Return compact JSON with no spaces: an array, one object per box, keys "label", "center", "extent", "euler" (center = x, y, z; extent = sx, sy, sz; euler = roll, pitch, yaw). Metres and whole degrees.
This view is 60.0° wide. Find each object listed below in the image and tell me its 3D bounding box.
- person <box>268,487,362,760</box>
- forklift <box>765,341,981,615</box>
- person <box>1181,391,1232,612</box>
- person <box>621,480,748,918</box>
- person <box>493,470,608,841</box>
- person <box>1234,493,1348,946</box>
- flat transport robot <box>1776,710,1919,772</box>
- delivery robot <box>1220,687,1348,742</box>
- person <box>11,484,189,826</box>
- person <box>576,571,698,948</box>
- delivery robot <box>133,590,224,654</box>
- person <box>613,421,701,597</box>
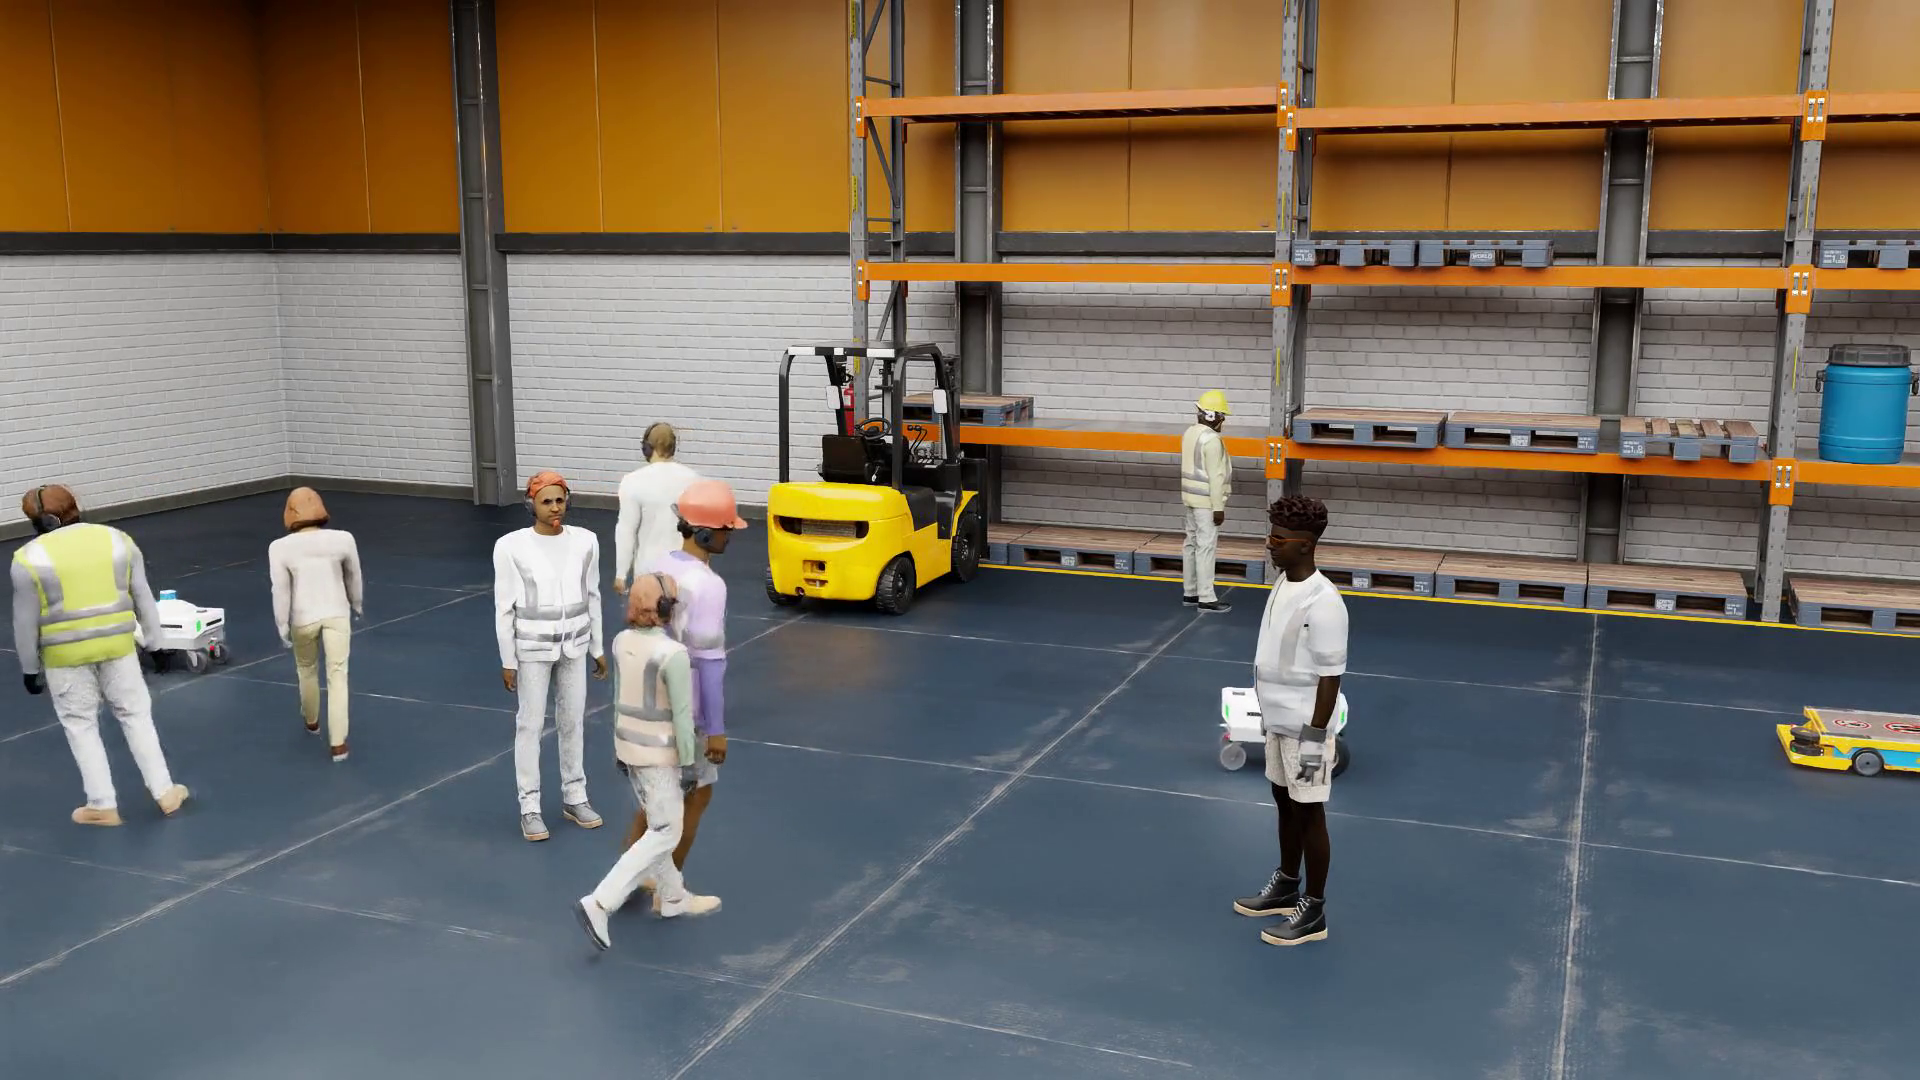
[{"label":"person","center":[-3.838,0.472,9.961],"extent":[0.514,1.583,0.870],"euler":[-4,11,-23]},{"label":"forklift","center":[-0.739,-0.602,14.246],"extent":[1.214,2.155,2.313],"euler":[4,11,21]},{"label":"person","center":[2.030,-0.319,13.711],"extent":[0.404,1.821,0.588],"euler":[-3,11,-15]},{"label":"person","center":[-1.223,0.721,7.426],"extent":[0.581,2.005,0.646],"euler":[-6,12,-32]},{"label":"person","center":[-2.086,0.581,8.525],"extent":[0.572,1.883,0.356],"euler":[-8,13,-37]},{"label":"person","center":[1.456,0.770,7.233],"extent":[0.366,1.967,0.602],"euler":[-2,10,-9]},{"label":"flat transport robot","center":[5.565,1.188,9.635],"extent":[1.431,0.197,0.652],"euler":[3,11,19]},{"label":"delivery robot","center":[1.865,0.999,9.612],"extent":[0.707,0.478,0.477],"euler":[1,10,8]},{"label":"person","center":[-4.521,0.598,8.664],"extent":[0.470,1.803,0.703],"euler":[10,14,44]},{"label":"person","center":[-1.380,0.943,7.221],"extent":[0.681,1.613,0.522],"euler":[-9,13,-40]},{"label":"delivery robot","center":[-5.629,0.601,11.851],"extent":[0.707,0.478,0.477],"euler":[2,10,10]},{"label":"person","center":[-1.860,0.185,10.702],"extent":[0.946,1.901,0.626],"euler":[8,13,37]}]
